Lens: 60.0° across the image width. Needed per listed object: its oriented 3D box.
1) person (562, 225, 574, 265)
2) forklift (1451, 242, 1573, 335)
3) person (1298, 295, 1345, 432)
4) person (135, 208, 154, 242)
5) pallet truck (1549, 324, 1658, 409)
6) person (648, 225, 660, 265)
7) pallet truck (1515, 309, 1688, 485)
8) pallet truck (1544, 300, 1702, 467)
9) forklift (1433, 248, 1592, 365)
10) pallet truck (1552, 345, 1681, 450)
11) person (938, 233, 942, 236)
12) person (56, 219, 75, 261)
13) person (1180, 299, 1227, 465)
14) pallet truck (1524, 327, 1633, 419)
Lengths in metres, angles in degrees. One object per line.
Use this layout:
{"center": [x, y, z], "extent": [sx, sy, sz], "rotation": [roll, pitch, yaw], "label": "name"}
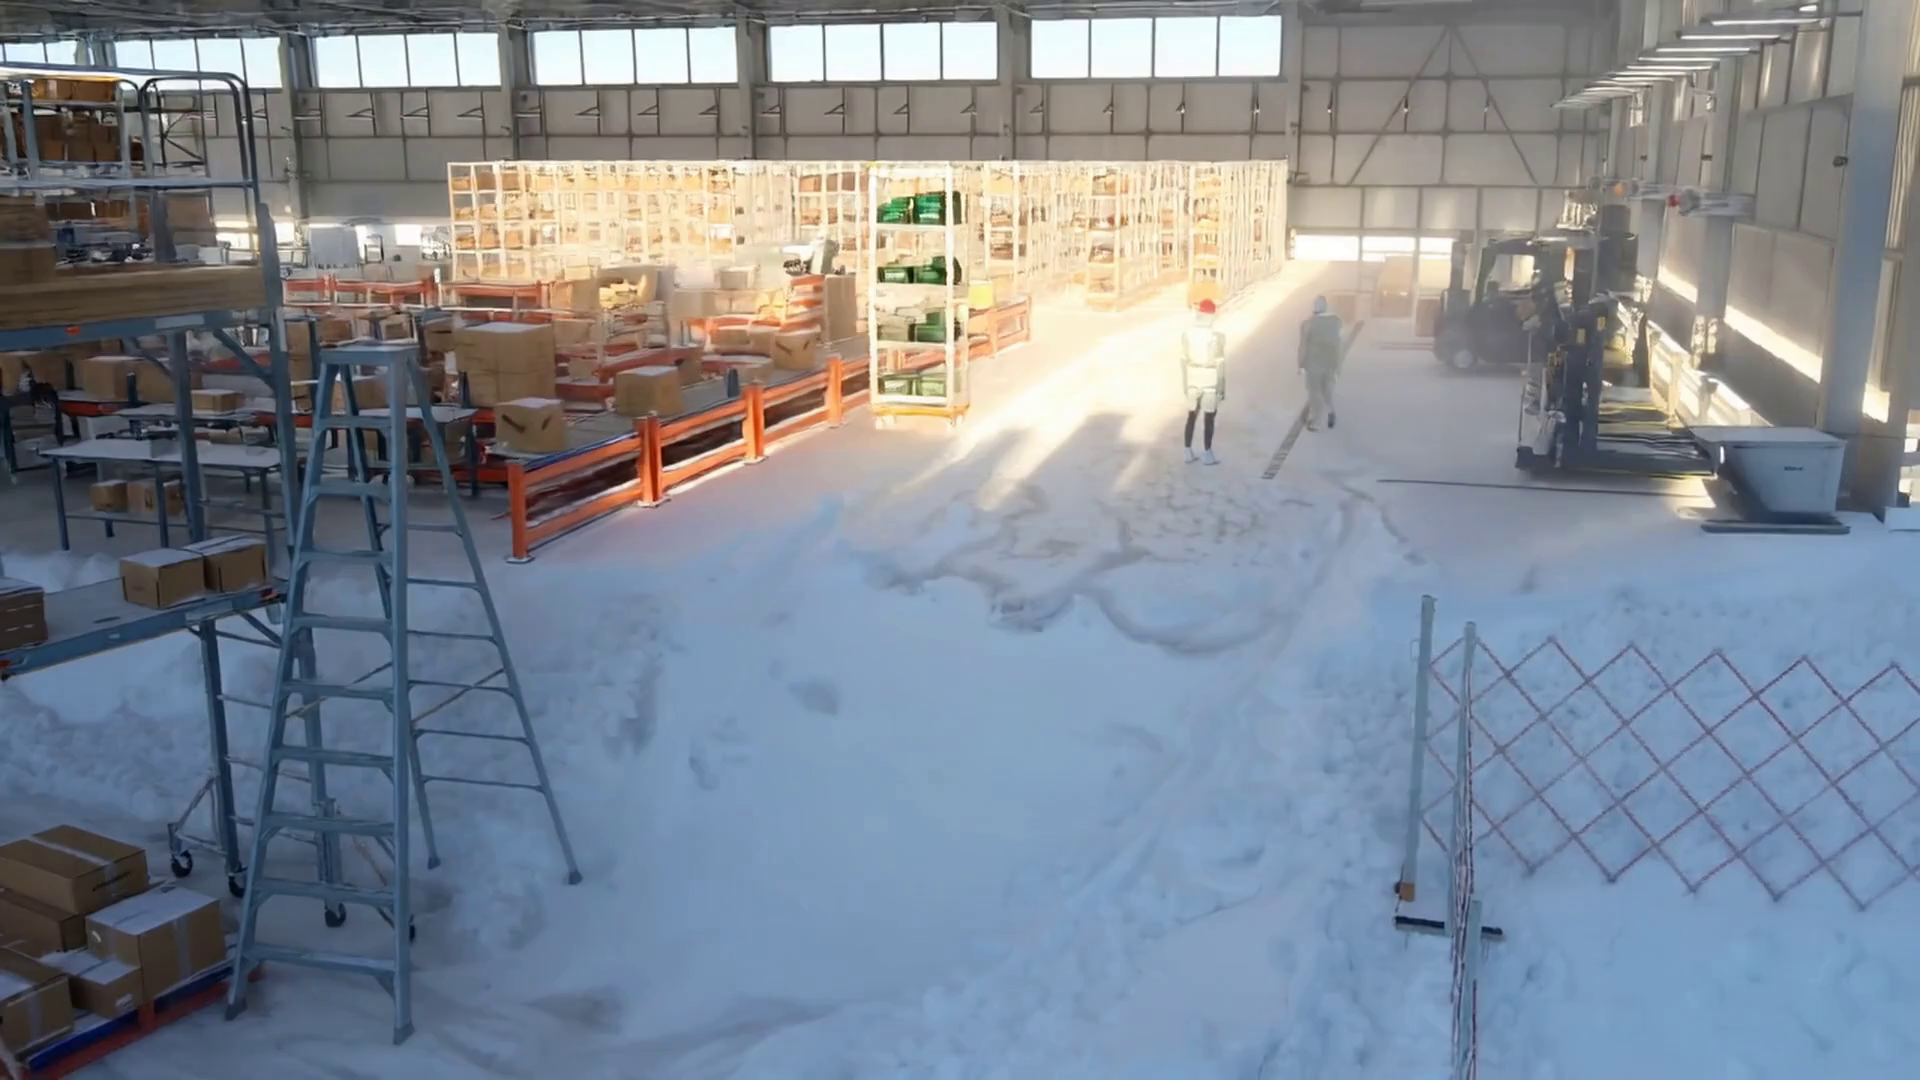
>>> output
{"center": [-12.384, -9.042, 51.715], "extent": [0.975, 1.776, 0.602], "rotation": [3, 13, 12], "label": "person"}
{"center": [10.464, -4.597, 31.405], "extent": [2.680, 1.987, 1.157], "rotation": [4, 14, 16], "label": "forklift"}
{"center": [4.944, -2.416, 22.853], "extent": [0.668, 1.894, 0.452], "rotation": [-4, 14, -16], "label": "person"}
{"center": [-28.411, -10.558, 57.846], "extent": [0.664, 1.968, 0.726], "rotation": [3, 13, 13], "label": "person"}
{"center": [9.824, -2.669, 25.407], "extent": [1.601, 1.201, 0.680], "rotation": [4, 14, 16], "label": "pallet truck"}
{"center": [-8.631, -8.057, 47.153], "extent": [0.614, 1.932, 0.482], "rotation": [3, 13, 14], "label": "person"}
{"center": [7.554, -1.677, 19.446], "extent": [1.885, 1.965, 0.823], "rotation": [3, 13, 14], "label": "pallet truck"}
{"center": [8.263, -1.952, 20.631], "extent": [1.885, 1.965, 0.823], "rotation": [5, 14, 20], "label": "pallet truck"}
{"center": [9.780, -4.111, 29.280], "extent": [2.680, 1.987, 1.157], "rotation": [3, 13, 14], "label": "forklift"}
{"center": [8.641, -1.896, 21.908], "extent": [1.630, 1.274, 0.653], "rotation": [4, 14, 16], "label": "pallet truck"}
{"center": [-0.710, -8.424, 48.965], "extent": [0.690, 1.827, 0.566], "rotation": [5, 14, 21], "label": "person"}
{"center": [-29.336, -9.660, 54.525], "extent": [0.525, 1.719, 0.913], "rotation": [3, 13, 15], "label": "person"}
{"center": [3.013, -1.954, 20.571], "extent": [0.609, 2.034, 0.411], "rotation": [9, 16, 33], "label": "person"}
{"center": [9.065, -2.460, 24.370], "extent": [1.522, 1.261, 0.704], "rotation": [3, 13, 14], "label": "pallet truck"}
